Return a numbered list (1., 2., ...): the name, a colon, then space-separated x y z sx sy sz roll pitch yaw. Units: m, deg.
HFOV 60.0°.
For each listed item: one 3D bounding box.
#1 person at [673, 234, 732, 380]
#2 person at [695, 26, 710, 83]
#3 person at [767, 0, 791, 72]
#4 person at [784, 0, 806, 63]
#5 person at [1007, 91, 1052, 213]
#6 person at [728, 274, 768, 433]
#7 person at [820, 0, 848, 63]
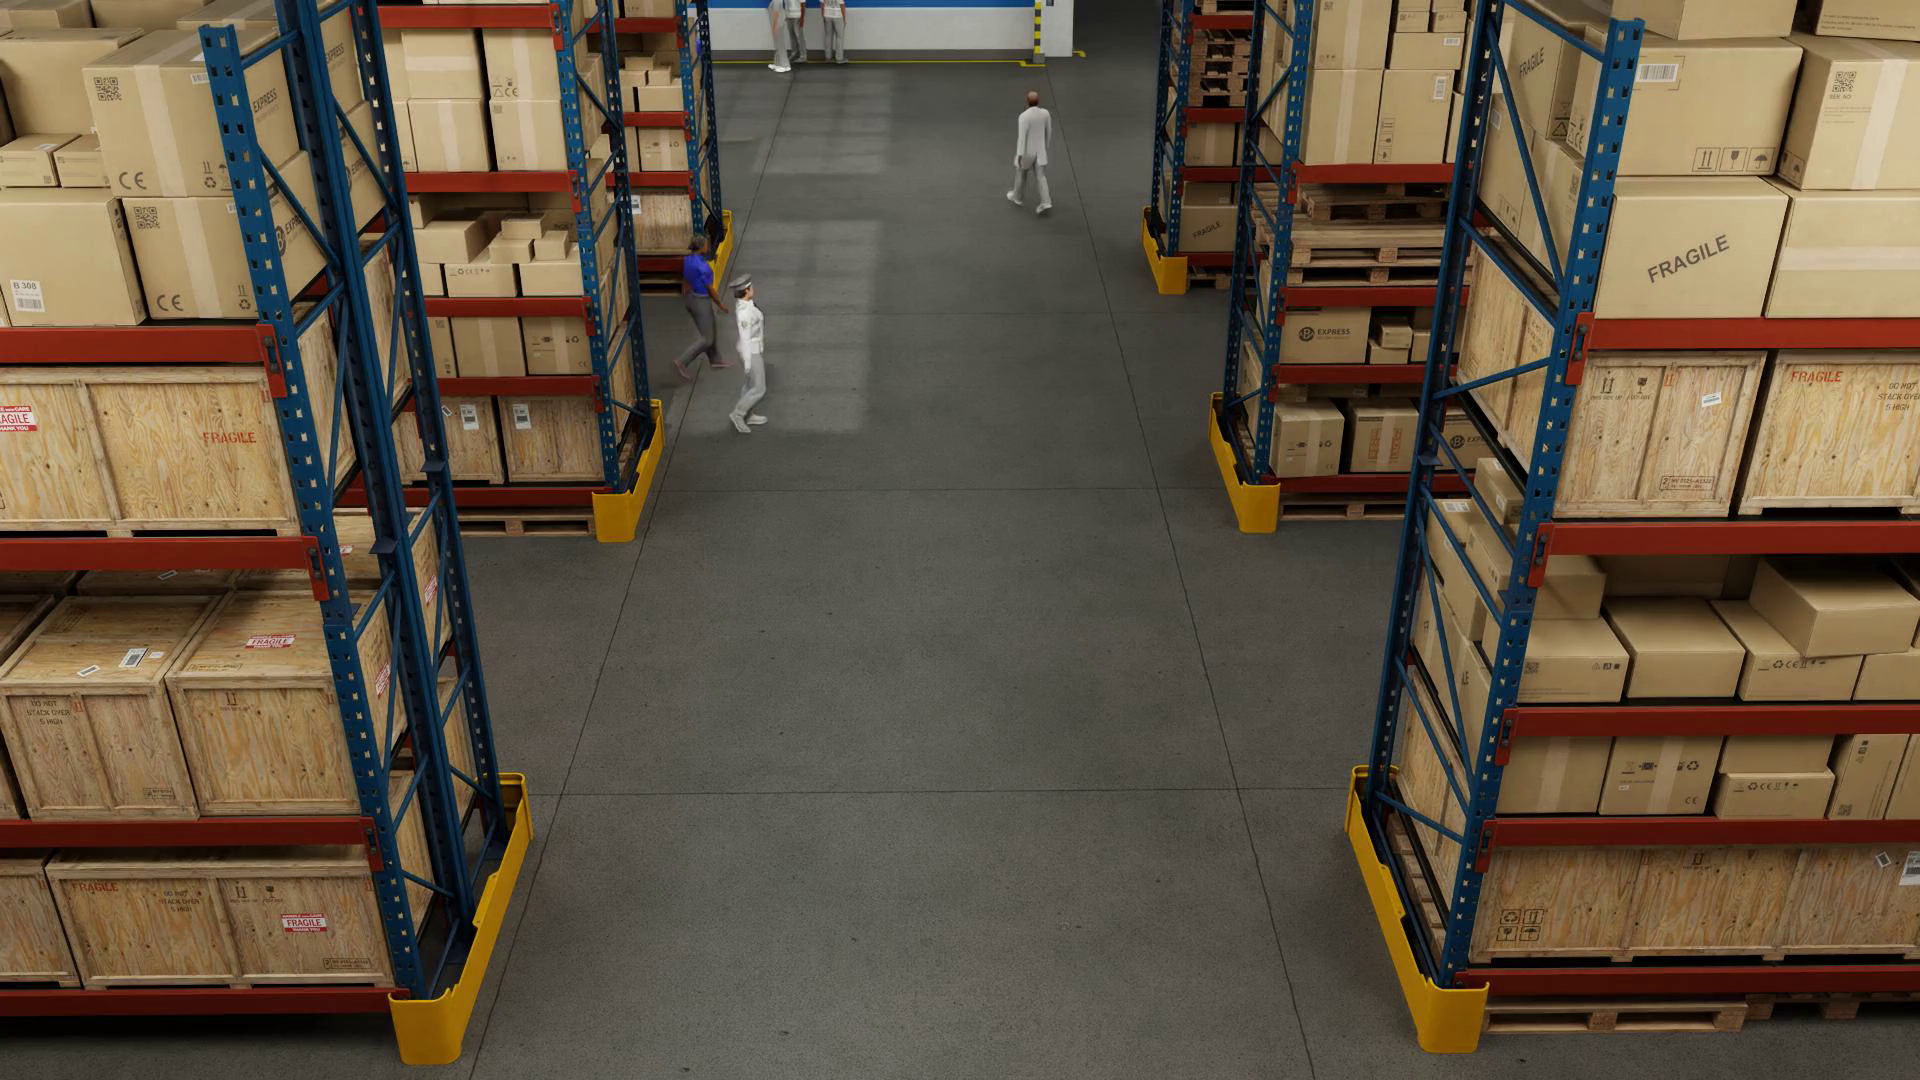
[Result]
1. person: -2.982 -2.667 18.992 0.835 1.657 0.448 -18 33 -30
2. person: -4.624 -8.379 29.606 0.451 1.645 0.757 7 29 13
3. person: -3.602 -10.106 32.780 0.482 1.671 0.471 2 28 4
4. person: -3.338 -10.545 33.473 0.355 1.767 0.577 -24 36 -37
5. person: 1.064 -5.774 24.646 0.646 1.747 1.093 -13 31 -23
6. person: -2.277 -1.979 17.655 0.444 1.676 0.488 -5 29 -9
7. person: -2.528 -10.494 33.372 0.533 1.773 0.399 11 30 19
